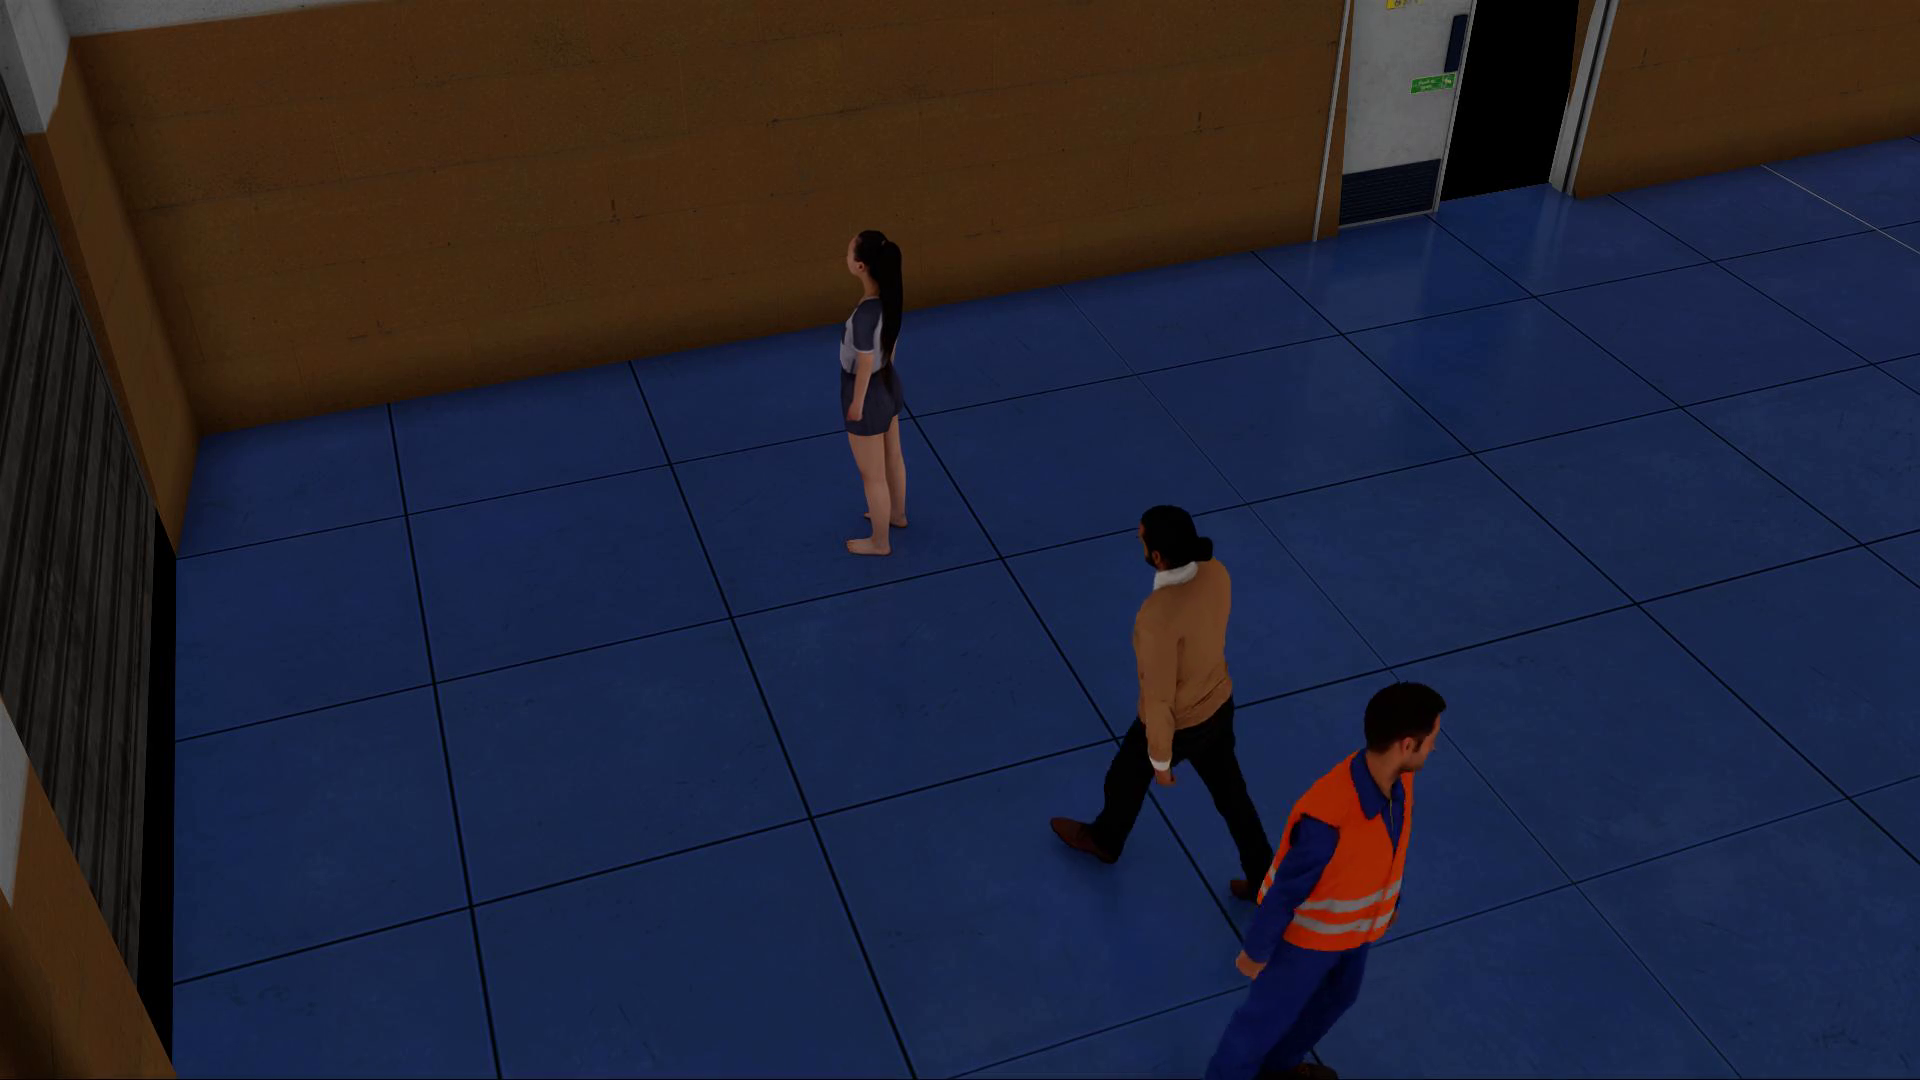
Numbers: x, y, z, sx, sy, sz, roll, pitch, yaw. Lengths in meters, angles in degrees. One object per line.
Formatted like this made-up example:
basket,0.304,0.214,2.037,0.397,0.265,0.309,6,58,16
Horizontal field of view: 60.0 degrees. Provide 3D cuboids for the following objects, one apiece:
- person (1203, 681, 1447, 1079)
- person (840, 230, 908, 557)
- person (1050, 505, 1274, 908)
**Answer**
person,1.030,1.174,5.055,0.952,1.836,0.821,-20,41,-25
person,-0.381,-0.670,7.666,0.733,1.650,0.651,12,38,15
person,0.846,0.666,5.838,1.311,1.709,1.107,28,45,32
